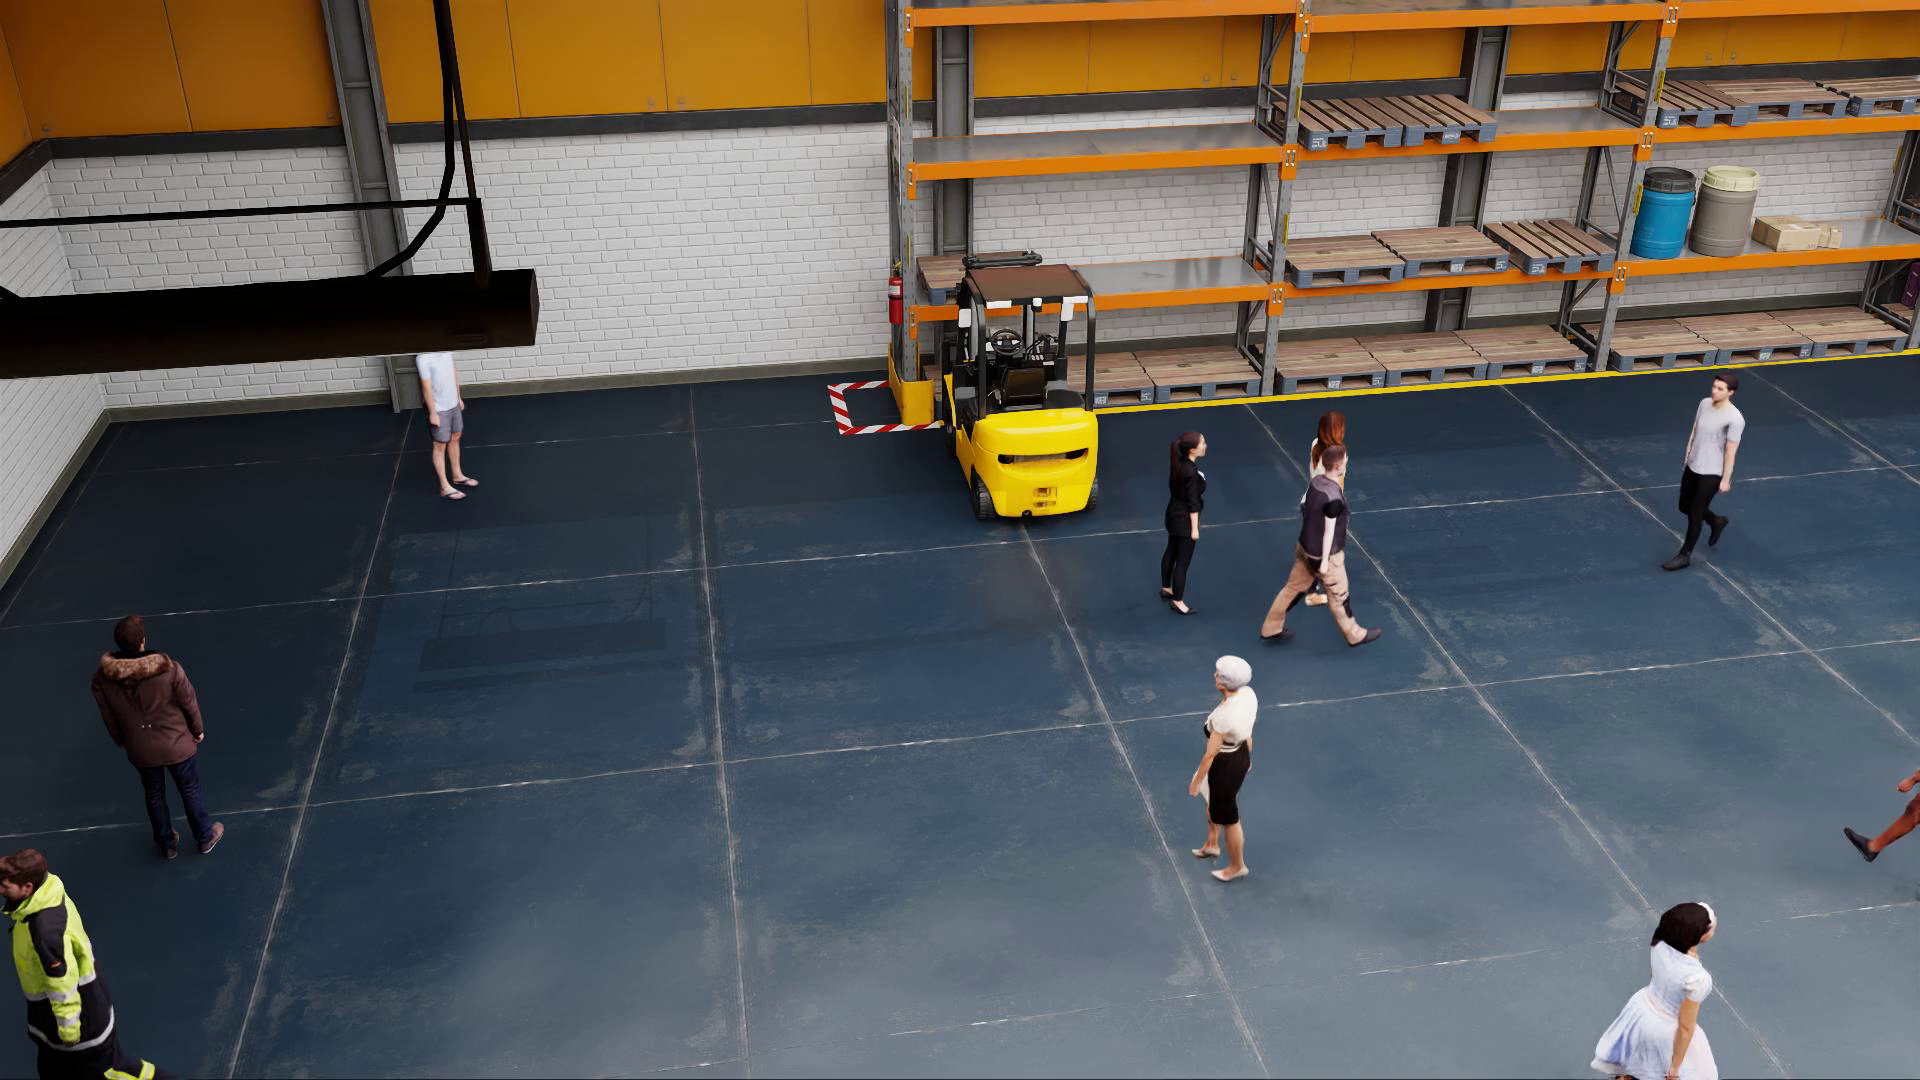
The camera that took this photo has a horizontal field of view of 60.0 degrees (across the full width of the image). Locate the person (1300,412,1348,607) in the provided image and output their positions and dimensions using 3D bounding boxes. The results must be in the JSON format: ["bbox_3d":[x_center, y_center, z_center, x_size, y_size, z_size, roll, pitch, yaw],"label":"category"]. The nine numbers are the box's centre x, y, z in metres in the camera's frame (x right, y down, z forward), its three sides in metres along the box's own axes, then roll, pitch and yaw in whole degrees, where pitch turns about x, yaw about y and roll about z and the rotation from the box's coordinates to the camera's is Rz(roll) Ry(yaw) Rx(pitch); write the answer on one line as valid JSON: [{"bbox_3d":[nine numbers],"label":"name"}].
[{"bbox_3d":[3.059,-0.275,14.179,0.604,1.784,0.628,-13,31,-22],"label":"person"}]

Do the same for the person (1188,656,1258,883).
[{"bbox_3d":[1.838,1.552,10.878,0.896,1.738,0.838,16,32,26],"label":"person"}]

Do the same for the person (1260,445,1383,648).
[{"bbox_3d":[2.824,0.095,13.497,1.197,1.786,0.711,-3,29,-6],"label":"person"}]

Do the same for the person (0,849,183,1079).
[{"bbox_3d":[-4.744,2.454,8.991,1.207,1.961,1.050,-19,34,-31],"label":"person"}]

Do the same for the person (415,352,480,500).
[{"bbox_3d":[-5.001,-1.299,16.004,0.728,1.833,0.735,8,30,14],"label":"person"}]

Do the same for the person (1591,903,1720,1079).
[{"bbox_3d":[3.603,2.670,8.777,1.060,1.785,0.691,-7,29,-13],"label":"person"}]

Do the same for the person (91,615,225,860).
[{"bbox_3d":[-5.390,1.329,11.172,0.589,1.846,0.808,-6,29,-10],"label":"person"}]

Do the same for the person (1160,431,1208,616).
[{"bbox_3d":[1.882,-0.161,14.100,0.558,1.660,0.614,-7,29,-13],"label":"person"}]

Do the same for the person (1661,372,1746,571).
[{"bbox_3d":[6.687,-0.619,14.746,1.066,1.845,0.797,-11,30,-19],"label":"person"}]
